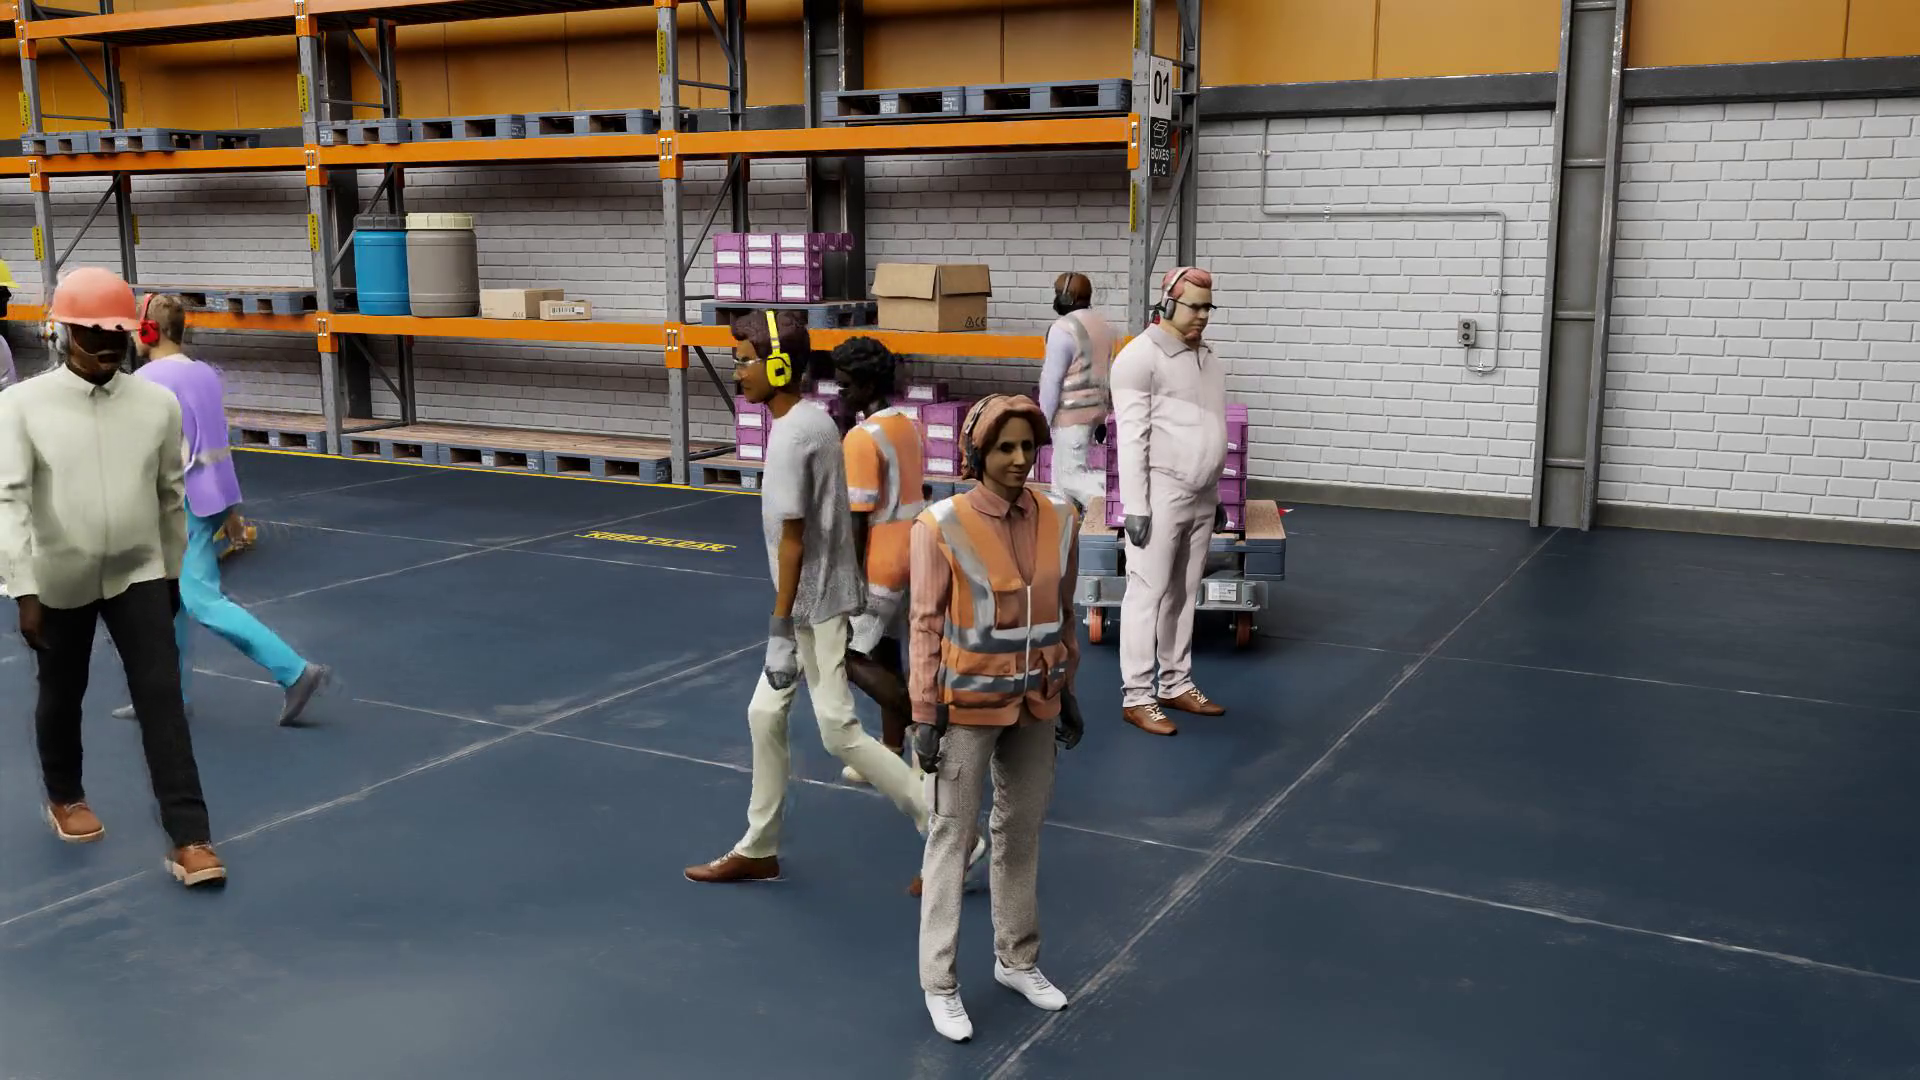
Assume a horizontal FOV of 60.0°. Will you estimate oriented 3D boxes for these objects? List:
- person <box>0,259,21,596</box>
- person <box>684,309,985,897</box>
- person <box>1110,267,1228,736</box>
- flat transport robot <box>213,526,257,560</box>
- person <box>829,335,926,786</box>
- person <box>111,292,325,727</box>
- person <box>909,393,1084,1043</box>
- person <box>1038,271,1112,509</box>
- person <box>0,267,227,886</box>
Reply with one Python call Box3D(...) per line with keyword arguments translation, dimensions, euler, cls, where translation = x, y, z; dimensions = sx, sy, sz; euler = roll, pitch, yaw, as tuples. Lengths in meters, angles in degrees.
Box3D(translation=(-5.464, -0.644, 9.423), dimensions=(0.386, 1.922, 0.594), euler=(-6, 12, -32), cls="person")
Box3D(translation=(-0.381, 0.211, 5.049), dimensions=(0.916, 1.825, 0.523), euler=(0, 10, 1), cls="person")
Box3D(translation=(0.902, -0.166, 6.871), dimensions=(0.406, 1.901, 0.639), euler=(9, 14, 41), cls="person")
Box3D(translation=(-4.874, 0.032, 10.253), dimensions=(0.652, 0.197, 1.431), euler=(-1, 10, -8), cls="flat transport robot")
Box3D(translation=(-0.246, 0.103, 5.991), dimensions=(0.419, 1.674, 0.547), euler=(4, 11, 19), cls="person")
Box3D(translation=(-3.114, -0.116, 6.864), dimensions=(0.889, 1.805, 0.576), euler=(0, 10, -2), cls="person")
Box3D(translation=(0.094, 0.442, 4.250), dimensions=(0.523, 1.638, 0.310), euler=(-7, 12, -33), cls="person")
Box3D(translation=(0.784, -0.763, 10.393), dimensions=(0.819, 1.815, 0.628), euler=(5, 12, 27), cls="person")
Box3D(translation=(-2.759, 0.107, 5.311), dimensions=(1.047, 1.939, 0.627), euler=(10, 14, 44), cls="person")
